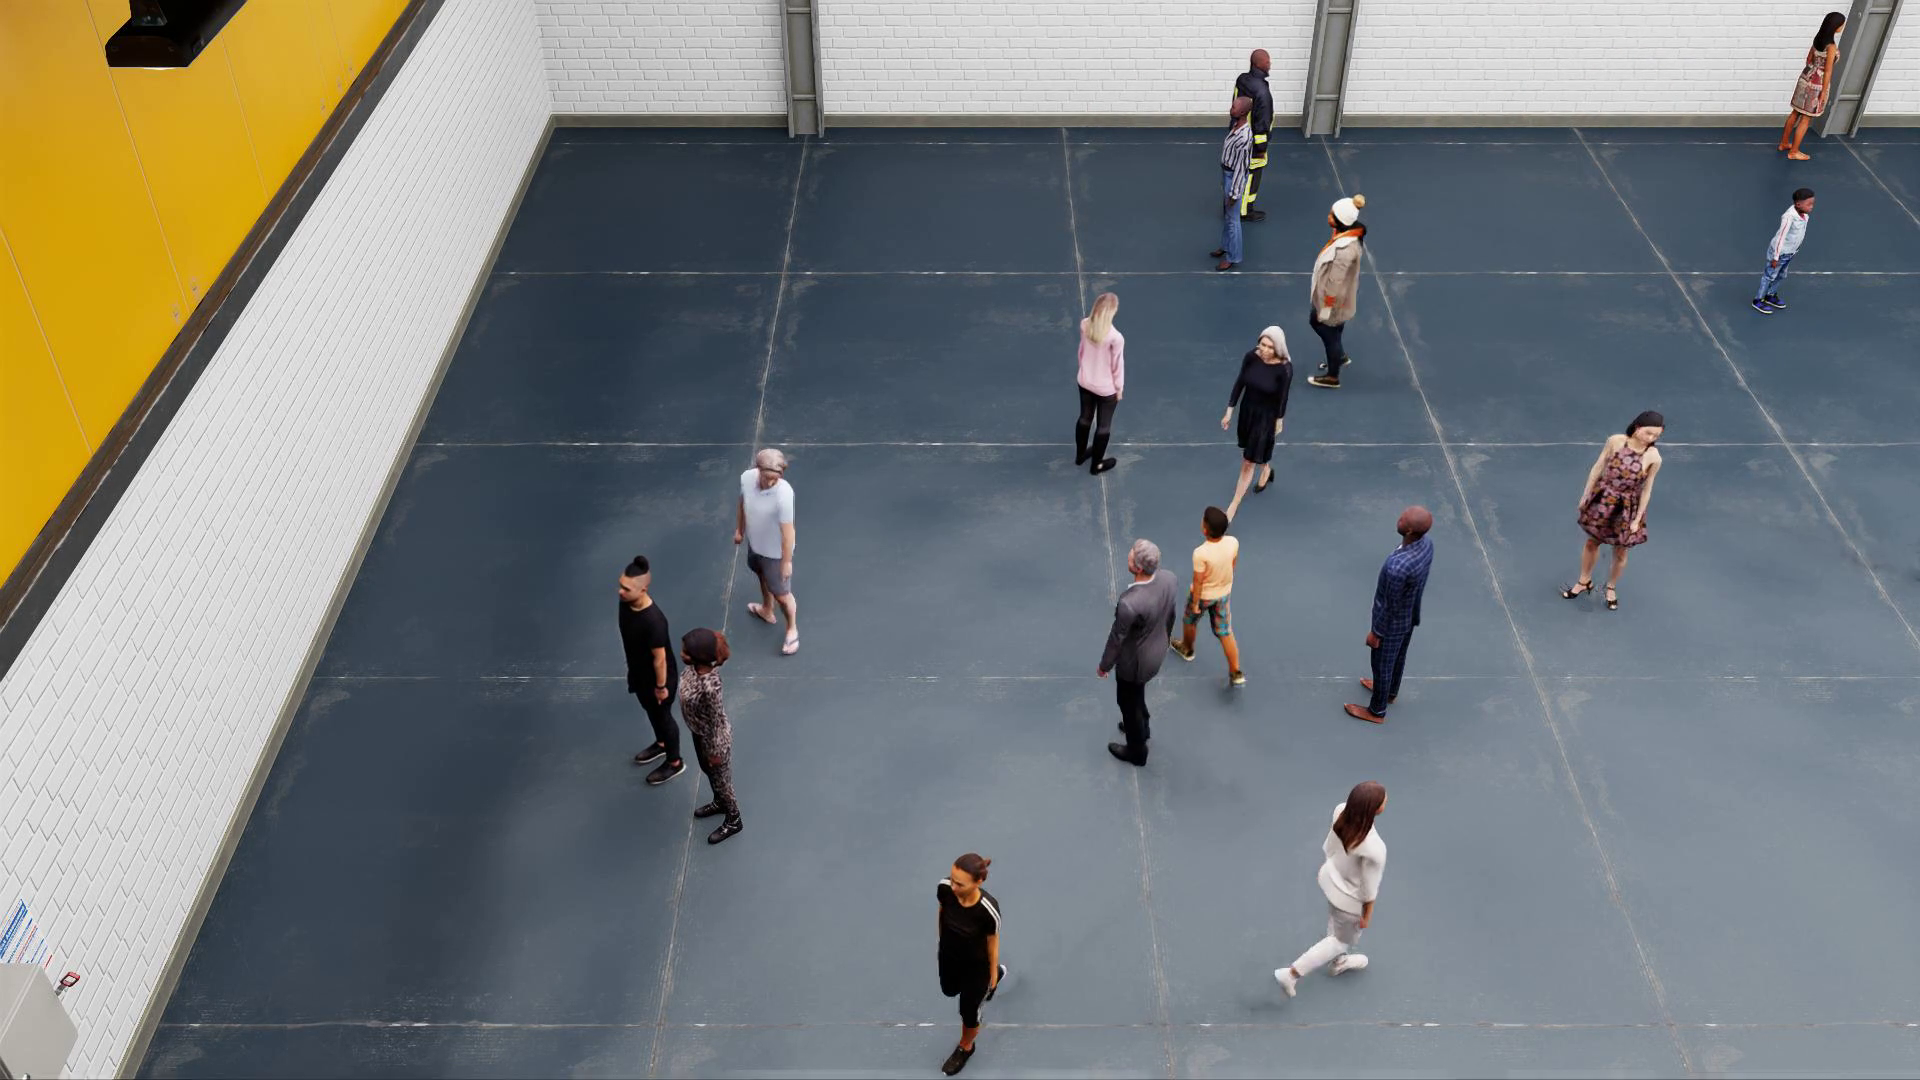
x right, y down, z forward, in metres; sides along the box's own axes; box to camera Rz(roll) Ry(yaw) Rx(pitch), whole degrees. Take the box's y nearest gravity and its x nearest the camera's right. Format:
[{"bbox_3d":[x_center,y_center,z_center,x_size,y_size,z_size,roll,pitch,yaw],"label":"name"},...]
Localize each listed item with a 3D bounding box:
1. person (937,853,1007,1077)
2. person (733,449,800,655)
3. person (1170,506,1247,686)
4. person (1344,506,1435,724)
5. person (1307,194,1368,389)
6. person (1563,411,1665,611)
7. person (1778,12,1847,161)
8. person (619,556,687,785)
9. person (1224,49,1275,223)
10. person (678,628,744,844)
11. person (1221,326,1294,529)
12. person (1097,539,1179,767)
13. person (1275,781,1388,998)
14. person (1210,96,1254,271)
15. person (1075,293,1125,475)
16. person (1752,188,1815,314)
[{"bbox_3d":[0.097,2.281,9.286,0.916,1.652,0.950,27,46,30],"label":"person"},{"bbox_3d":[-1.366,0.011,12.006,0.916,1.805,0.921,-19,42,-22],"label":"person"},{"bbox_3d":[1.832,0.411,11.799,0.960,1.438,0.819,-12,40,-15],"label":"person"},{"bbox_3d":[2.991,0.494,11.390,0.791,1.820,0.765,23,44,26],"label":"person"},{"bbox_3d":[3.431,-2.184,14.696,0.742,1.879,0.746,6,39,7],"label":"person"},{"bbox_3d":[4.828,-0.240,12.355,0.872,1.763,0.806,-22,43,-25],"label":"person"},{"bbox_3d":[9.485,-5.066,18.491,0.539,1.645,0.662,-3,39,-3],"label":"person"},{"bbox_3d":[-2.036,0.829,10.935,0.787,1.864,0.772,-22,44,-25],"label":"person"},{"bbox_3d":[3.006,-4.217,17.288,0.796,1.821,0.830,-12,40,-15],"label":"person"},{"bbox_3d":[-1.585,1.229,10.554,0.687,1.714,0.668,-17,41,-20],"label":"person"},{"bbox_3d":[2.413,-0.981,13.332,1.110,1.700,1.142,29,47,31],"label":"person"},{"bbox_3d":[1.249,0.789,11.019,0.862,1.821,0.840,23,44,26],"label":"person"},{"bbox_3d":[2.168,2.031,9.580,1.013,1.676,0.807,-13,40,-16],"label":"person"},{"bbox_3d":[2.716,-3.537,16.457,0.521,1.795,0.628,-1,39,-1],"label":"person"},{"bbox_3d":[1.133,-1.292,13.734,0.688,1.685,0.749,32,48,33],"label":"person"},{"bbox_3d":[7.914,-2.807,15.971,0.552,1.261,0.624,-22,44,-26],"label":"person"}]
